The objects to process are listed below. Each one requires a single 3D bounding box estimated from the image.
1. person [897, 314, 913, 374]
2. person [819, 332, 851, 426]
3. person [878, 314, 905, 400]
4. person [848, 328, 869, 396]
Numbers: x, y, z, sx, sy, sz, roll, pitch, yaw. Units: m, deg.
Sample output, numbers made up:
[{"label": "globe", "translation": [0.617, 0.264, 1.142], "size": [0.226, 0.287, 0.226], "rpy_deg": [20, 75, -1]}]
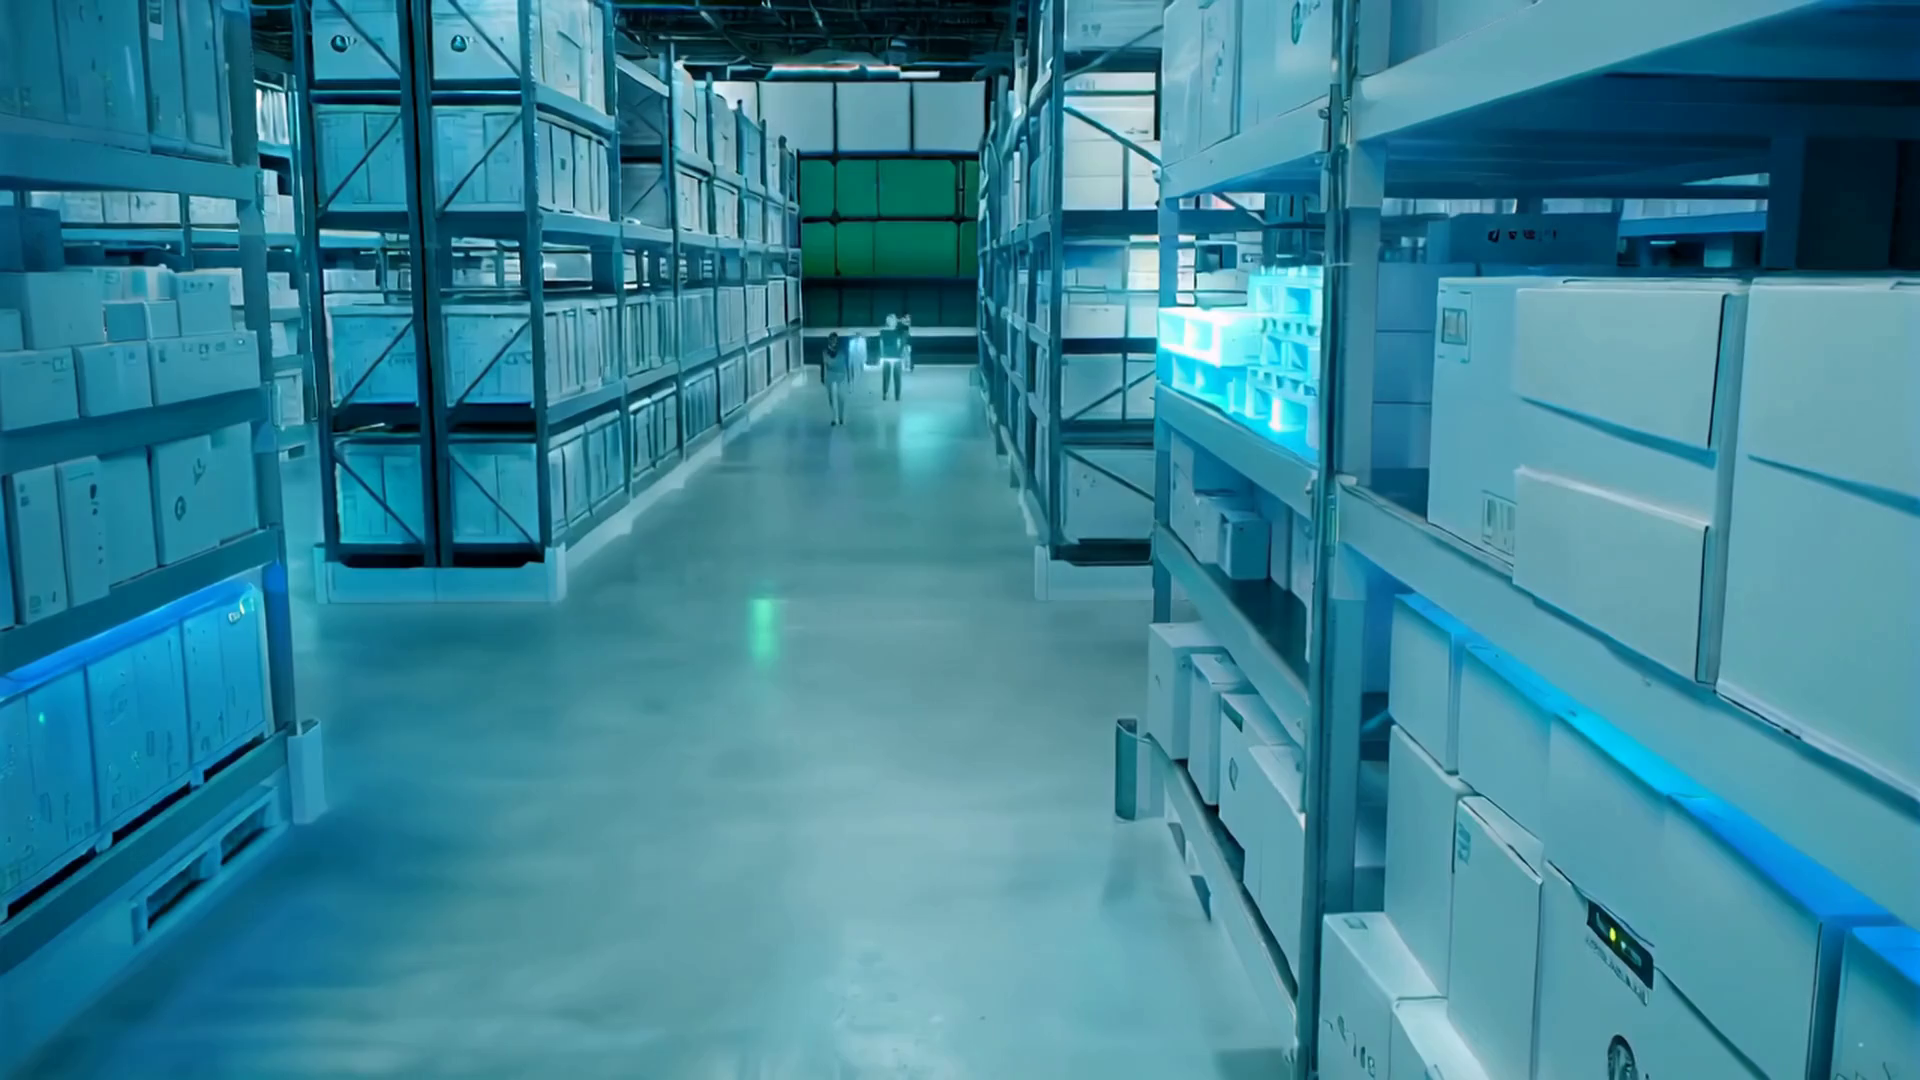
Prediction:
[{"label": "person", "translation": [-1.562, -5.639, 47.910], "size": [0.375, 1.735, 0.595], "rpy_deg": [-8, 12, -41]}, {"label": "person", "translation": [-2.410, -3.075, 31.983], "size": [0.617, 1.806, 0.721], "rpy_deg": [0, 9, 0]}, {"label": "person", "translation": [-1.580, -4.217, 38.423], "size": [0.623, 1.990, 0.388], "rpy_deg": [0, 9, -1]}, {"label": "person", "translation": [-2.444, -4.284, 39.999], "size": [0.530, 1.611, 0.638], "rpy_deg": [5, 10, 27]}]
